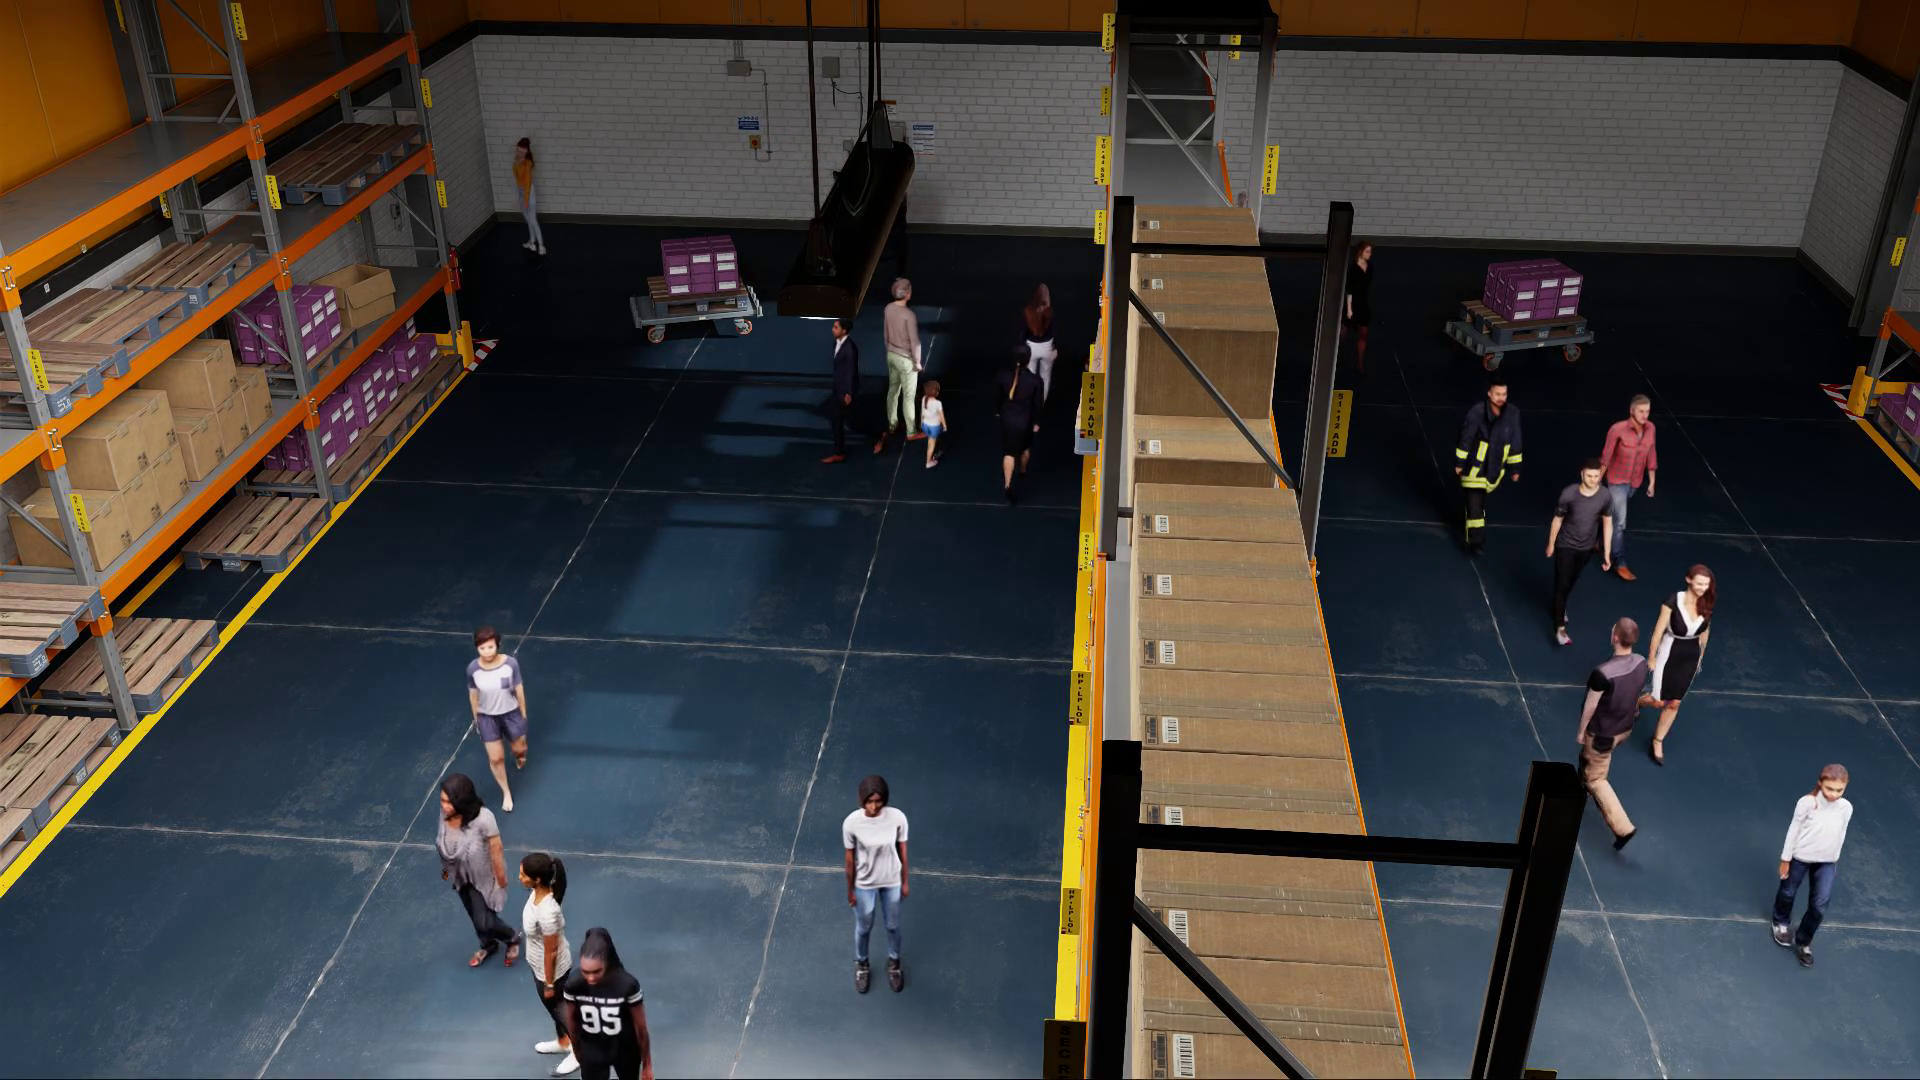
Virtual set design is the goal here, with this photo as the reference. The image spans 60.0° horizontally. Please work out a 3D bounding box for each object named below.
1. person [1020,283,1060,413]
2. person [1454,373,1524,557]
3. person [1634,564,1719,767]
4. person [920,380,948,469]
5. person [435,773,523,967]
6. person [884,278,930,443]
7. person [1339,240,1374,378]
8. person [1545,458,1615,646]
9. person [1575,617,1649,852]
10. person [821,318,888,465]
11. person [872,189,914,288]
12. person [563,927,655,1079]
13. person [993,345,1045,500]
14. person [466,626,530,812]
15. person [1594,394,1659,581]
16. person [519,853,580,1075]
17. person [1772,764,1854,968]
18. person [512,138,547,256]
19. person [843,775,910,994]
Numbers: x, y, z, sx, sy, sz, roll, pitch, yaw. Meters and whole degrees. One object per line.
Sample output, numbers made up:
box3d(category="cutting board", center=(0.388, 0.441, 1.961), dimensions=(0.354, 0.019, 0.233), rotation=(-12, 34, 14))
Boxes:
box3d(category="person", center=(0.917, -2.171, 19.242), dimensions=(0.628, 1.600, 0.764), rotation=(4, 29, 8))
box3d(category="person", center=(5.193, -0.804, 16.503), dimensions=(0.891, 1.823, 1.155), rotation=(-2, 29, -4))
box3d(category="person", center=(5.699, 0.941, 13.341), dimensions=(0.671, 1.788, 0.841), rotation=(-3, 29, -5))
box3d(category="person", center=(-0.341, -1.258, 18.184), dimensions=(0.584, 1.010, 0.661), rotation=(20, 35, 33))
box3d(category="person", center=(-3.230, 2.185, 11.262), dimensions=(0.752, 1.595, 0.789), rotation=(16, 32, 27))
box3d(category="person", center=(-0.654, -2.031, 18.698), dimensions=(0.829, 1.875, 0.783), rotation=(-25, 37, -37))
box3d(category="person", center=(4.777, -2.863, 20.434), dimensions=(0.972, 1.674, 1.109), rotation=(-17, 33, -28))
box3d(category="person", center=(5.575, 0.012, 15.107), dimensions=(0.719, 1.728, 1.056), rotation=(-1, 29, -2))
box3d(category="person", center=(4.882, 1.453, 12.379), dimensions=(1.063, 1.810, 1.219), rotation=(-15, 32, -26))
box3d(category="person", center=(-1.158, -1.635, 18.150), dimensions=(1.020, 1.705, 1.045), rotation=(-14, 31, -23))
box3d(category="person", center=(-0.988, -4.368, 23.043), dimensions=(0.989, 1.817, 0.970), rotation=(19, 34, 31))
box3d(category="person", center=(-2.044, 2.928, 9.770), dimensions=(0.713, 1.720, 0.829), rotation=(-5, 29, -9))
box3d(category="person", center=(0.572, -1.194, 17.412), dimensions=(0.728, 1.638, 1.046), rotation=(4, 29, 8))
box3d(category="person", center=(-3.570, 1.320, 12.897), dimensions=(0.712, 1.546, 0.894), rotation=(-6, 29, -11))
box3d(category="person", center=(6.396, -0.598, 16.167), dimensions=(0.992, 1.784, 1.295), rotation=(-7, 29, -13))
box3d(category="person", center=(-2.542, 2.630, 10.394), dimensions=(0.735, 1.644, 0.625), rotation=(-10, 30, -17))
box3d(category="person", center=(5.830, 2.126, 11.429), dimensions=(0.615, 1.539, 0.726), rotation=(7, 29, 12))
box3d(category="person", center=(-6.369, -5.076, 24.426), dimensions=(0.881, 1.735, 0.780), rotation=(-10, 30, -18))
box3d(category="person", center=(-0.541, 2.262, 10.990), dimensions=(0.620, 1.720, 0.596), rotation=(-5, 29, -8))
